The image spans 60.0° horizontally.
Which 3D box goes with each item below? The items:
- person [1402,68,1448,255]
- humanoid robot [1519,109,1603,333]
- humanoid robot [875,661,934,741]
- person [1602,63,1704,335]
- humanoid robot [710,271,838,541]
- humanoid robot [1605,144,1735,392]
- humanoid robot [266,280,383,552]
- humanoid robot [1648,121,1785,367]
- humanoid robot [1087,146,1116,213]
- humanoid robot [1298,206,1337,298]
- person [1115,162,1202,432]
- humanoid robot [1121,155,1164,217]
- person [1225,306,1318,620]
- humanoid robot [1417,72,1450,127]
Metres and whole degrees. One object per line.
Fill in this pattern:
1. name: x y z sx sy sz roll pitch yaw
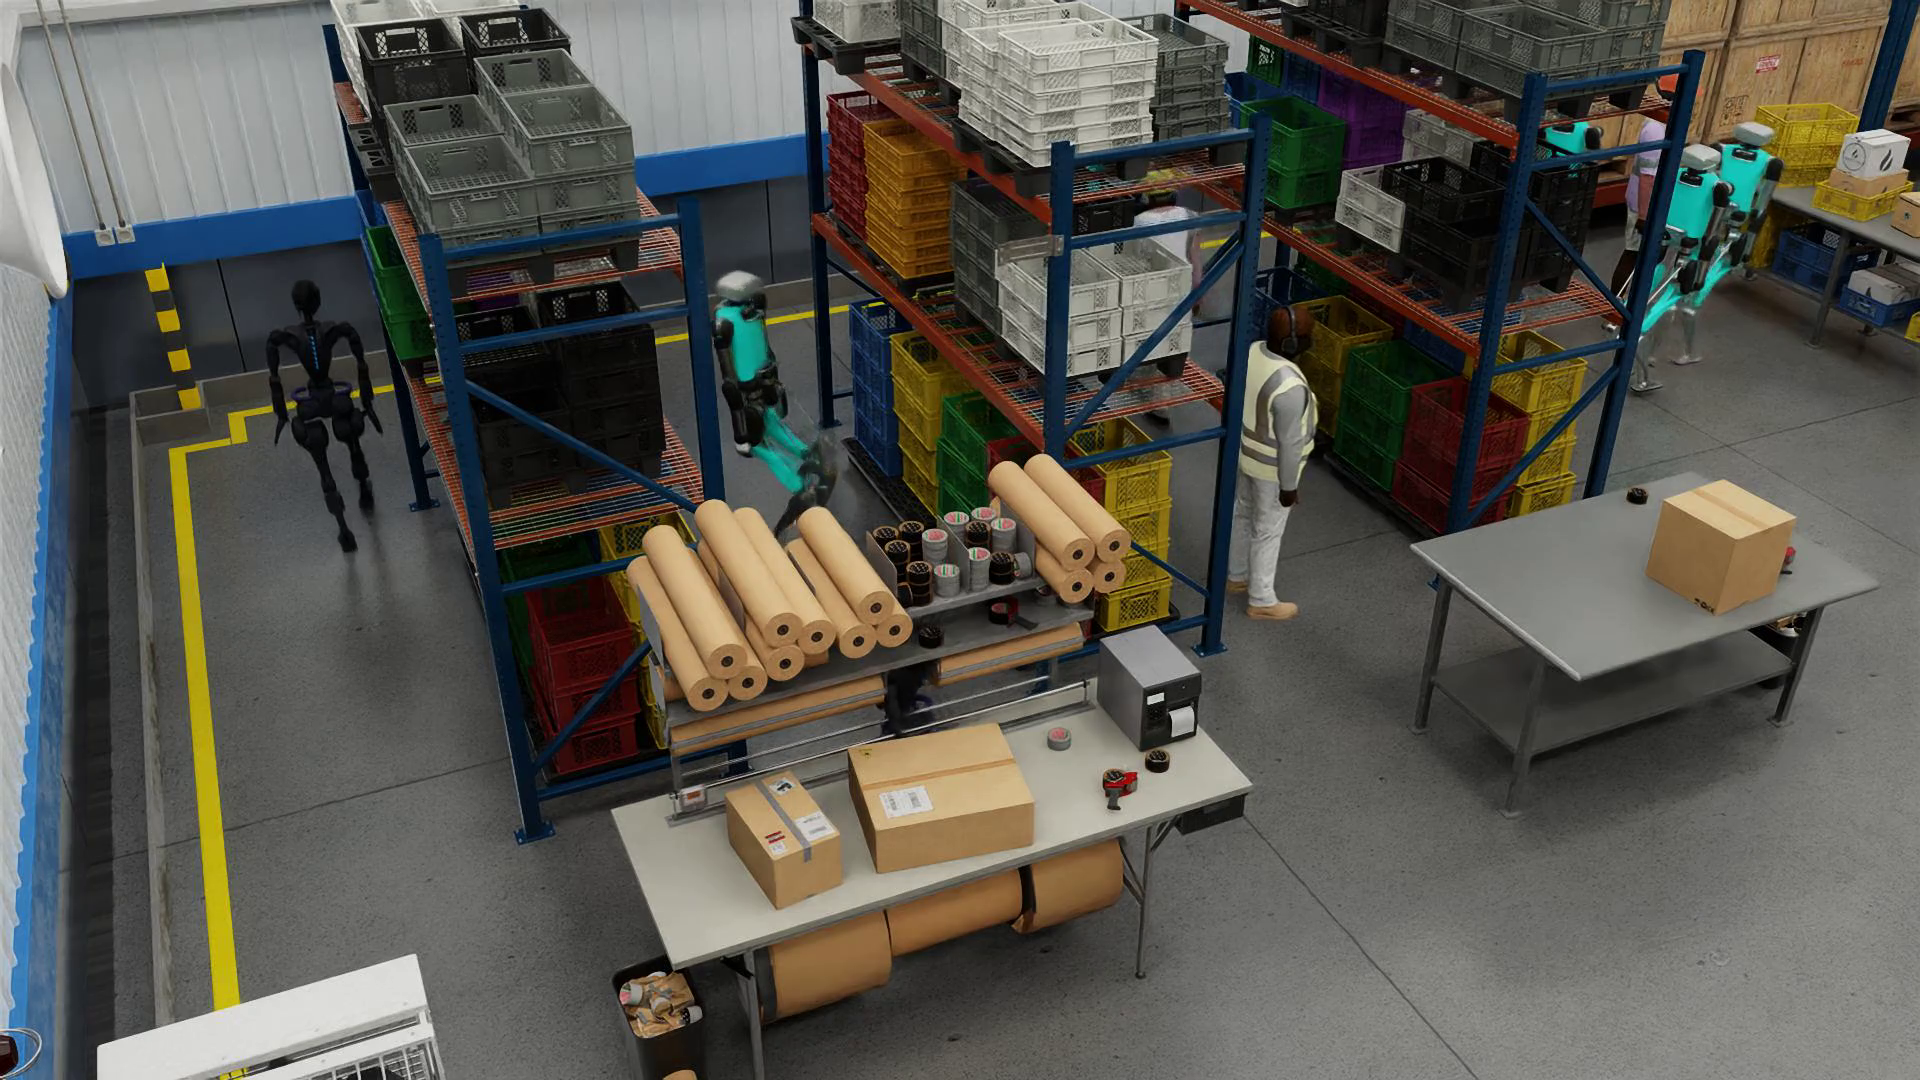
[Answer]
1. person: 3.831 -3.316 13.813 0.356 1.887 0.571 -2 32 -3
2. humanoid robot: 4.316 -2.383 12.407 0.548 1.775 0.677 27 40 36
3. humanoid robot: -0.300 0.904 7.204 0.777 1.626 0.609 0 32 0
4. person: 5.149 -2.529 12.388 0.368 2.044 0.606 16 35 24
5. humanoid robot: -0.996 -0.662 9.667 0.797 1.797 0.531 11 33 17
6. humanoid robot: 4.787 -1.837 11.457 0.735 1.691 0.531 -20 37 -28
7. humanoid robot: -3.811 -0.790 9.936 0.614 1.633 0.724 -14 34 -21
8. humanoid robot: 5.336 -2.020 11.873 0.554 1.792 0.822 22 38 32
9. humanoid robot: 0.760 -2.224 12.201 0.790 1.793 0.530 -13 34 -19
10. humanoid robot: 2.768 -2.458 12.620 0.342 1.648 0.597 10 33 16
11. person: 1.266 -1.690 11.255 0.608 1.787 0.890 -15 35 -23
12. humanoid robot: 1.397 -2.414 12.576 0.485 1.654 0.609 15 35 23
13. person: 1.721 -0.432 9.172 0.431 1.843 0.622 -7 32 -12
14. humanoid robot: 3.726 -3.041 13.599 0.601 1.672 0.616 -4 32 -7
